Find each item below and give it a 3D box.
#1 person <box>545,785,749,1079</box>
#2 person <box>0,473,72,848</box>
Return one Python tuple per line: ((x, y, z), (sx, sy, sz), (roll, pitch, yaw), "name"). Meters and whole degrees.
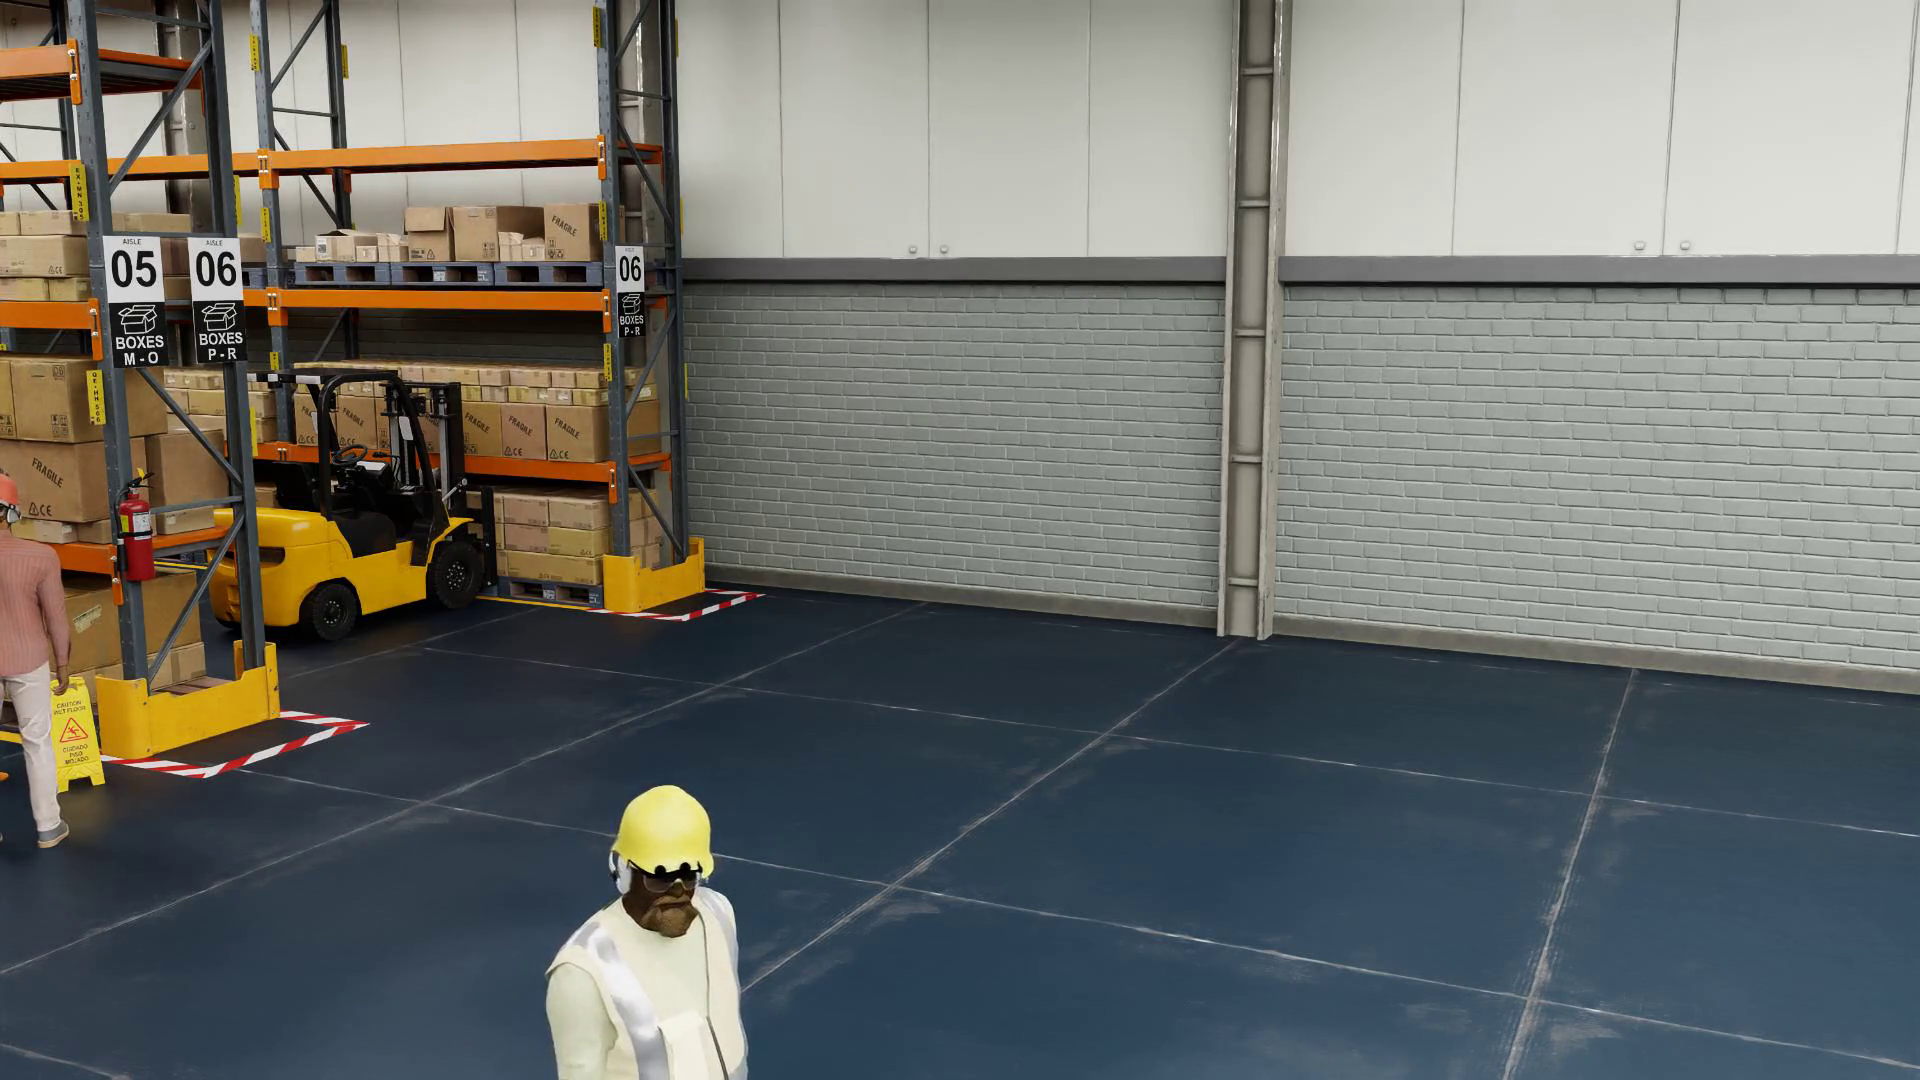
((-0.714, 1.474, 4.035), (0.403, 1.827, 0.596), (5, 11, 30), "person")
((-4.969, 0.640, 8.676), (0.612, 1.987, 0.401), (-4, 10, -23), "person")
